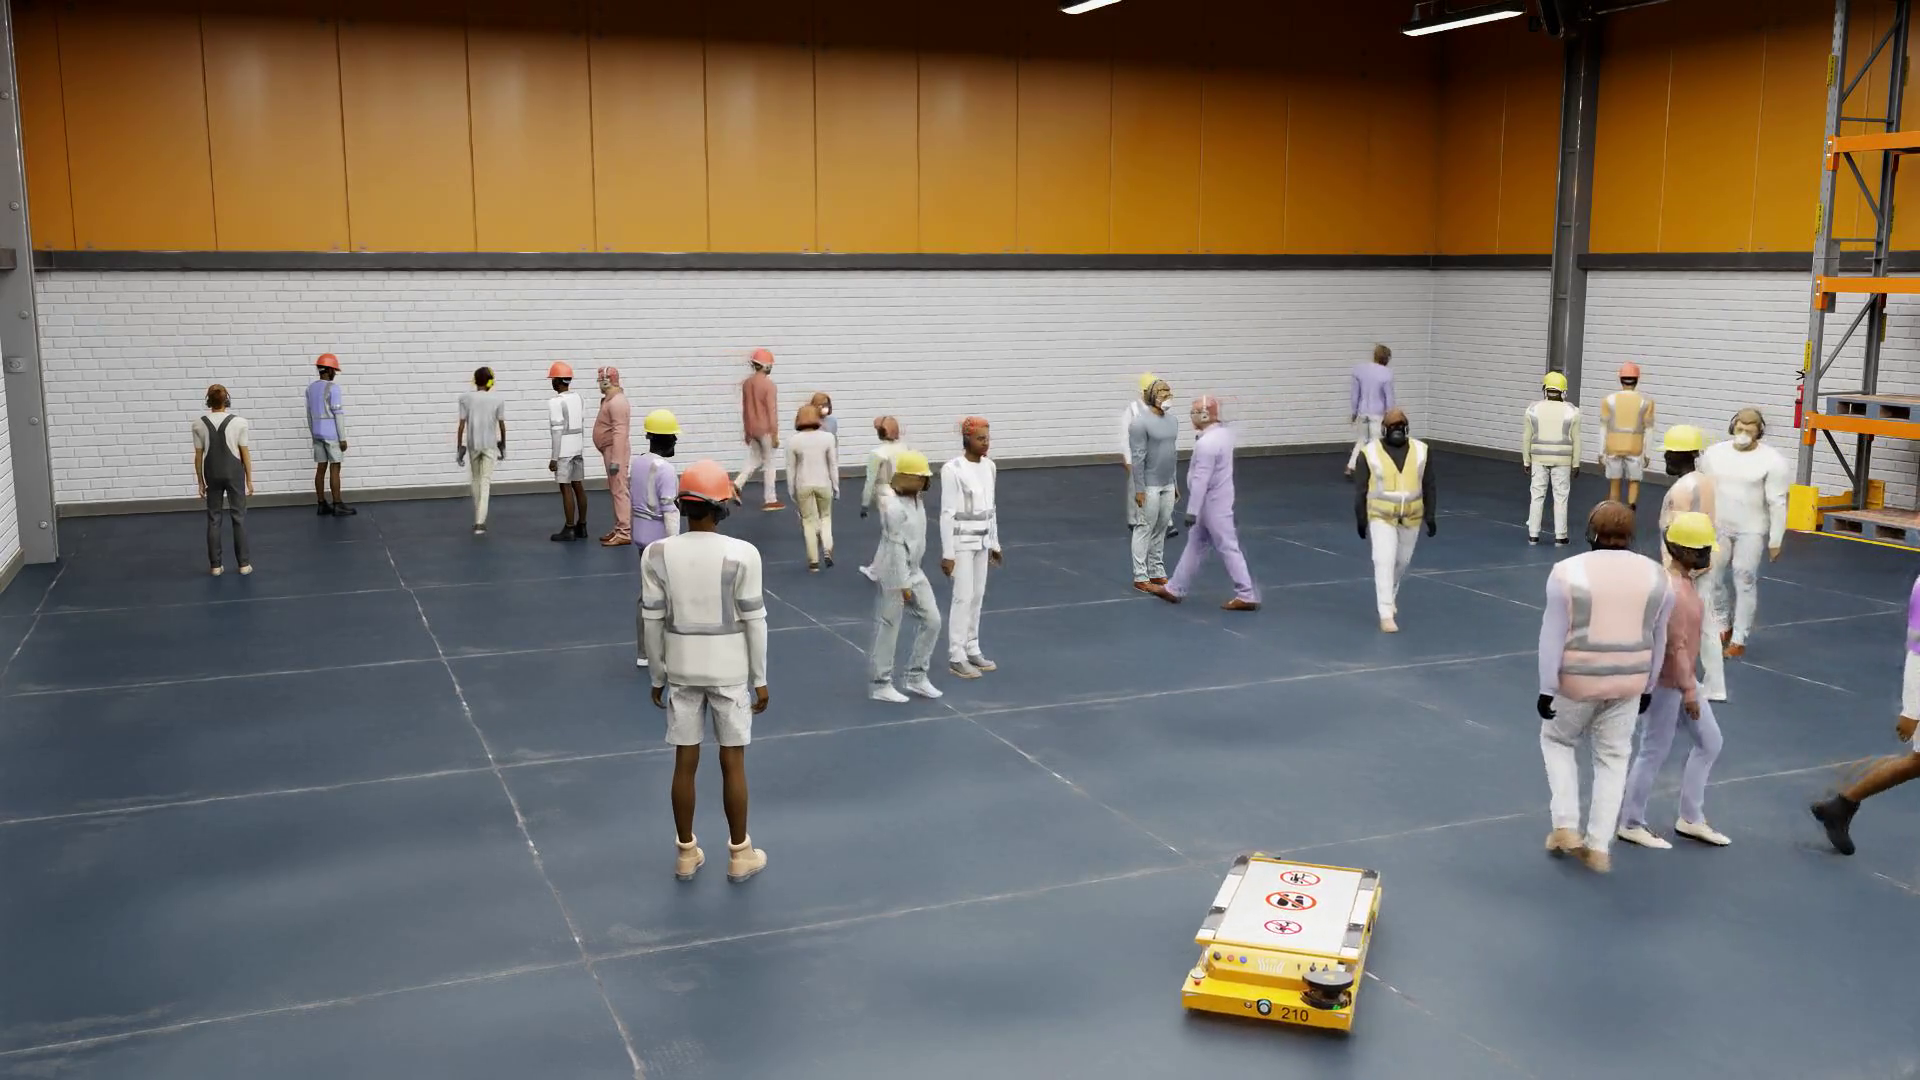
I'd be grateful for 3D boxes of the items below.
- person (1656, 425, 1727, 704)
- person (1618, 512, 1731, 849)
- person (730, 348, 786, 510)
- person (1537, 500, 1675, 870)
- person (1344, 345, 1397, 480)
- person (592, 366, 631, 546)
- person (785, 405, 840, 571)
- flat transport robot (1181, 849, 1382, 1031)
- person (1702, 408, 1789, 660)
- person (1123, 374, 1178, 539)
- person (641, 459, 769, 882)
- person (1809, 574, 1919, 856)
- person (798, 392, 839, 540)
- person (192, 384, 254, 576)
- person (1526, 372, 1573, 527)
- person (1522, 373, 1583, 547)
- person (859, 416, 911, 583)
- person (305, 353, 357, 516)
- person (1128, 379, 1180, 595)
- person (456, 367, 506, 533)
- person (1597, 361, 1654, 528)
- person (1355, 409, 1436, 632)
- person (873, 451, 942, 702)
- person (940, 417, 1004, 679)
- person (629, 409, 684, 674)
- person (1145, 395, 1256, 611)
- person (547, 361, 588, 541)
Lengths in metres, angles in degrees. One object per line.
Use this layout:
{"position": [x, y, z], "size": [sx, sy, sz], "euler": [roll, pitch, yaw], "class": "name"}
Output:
{"position": [4.854, 0.152, 11.403], "size": [0.598, 1.881, 0.969], "euler": [-9, 13, -44], "class": "person"}
{"position": [3.675, 0.725, 8.364], "size": [0.658, 1.739, 0.541], "euler": [6, 11, 34], "class": "person"}
{"position": [-2.450, -1.320, 20.054], "size": [0.637, 1.978, 0.620], "euler": [-8, 12, -41], "class": "person"}
{"position": [3.134, 0.707, 8.210], "size": [0.637, 1.822, 0.518], "euler": [0, 9, 0], "class": "person"}
{"position": [5.580, -1.677, 22.455], "size": [0.436, 1.903, 0.727], "euler": [-6, 11, -32], "class": "person"}
{"position": [-3.689, -0.888, 17.649], "size": [0.403, 1.904, 0.637], "euler": [-2, 10, -13], "class": "person"}
{"position": [-1.436, -0.504, 16.151], "size": [0.523, 1.613, 0.371], "euler": [-2, 10, -13], "class": "person"}
{"position": [1.411, 1.664, 7.111], "size": [0.652, 0.197, 1.431], "euler": [3, 10, 19], "class": "flat transport robot"}
{"position": [5.844, -0.038, 12.466], "size": [0.439, 1.913, 0.654], "euler": [-8, 12, -39], "class": "person"}
{"position": [2.060, -0.905, 18.101], "size": [0.616, 1.779, 0.927], "euler": [-3, 10, -16], "class": "person"}
{"position": [-1.211, 0.632, 8.002], "size": [0.605, 2.045, 0.378], "euler": [1, 9, 9], "class": "person"}
{"position": [4.663, 0.709, 8.008], "size": [0.946, 1.892, 0.577], "euler": [7, 12, 38], "class": "person"}
{"position": [-1.579, -0.811, 18.039], "size": [0.539, 1.611, 0.524], "euler": [9, 13, 43], "class": "person"}
{"position": [-7.046, -0.570, 15.931], "size": [0.501, 1.839, 0.341], "euler": [-2, 10, -11], "class": "person"}
{"position": [6.669, -1.018, 18.845], "size": [0.525, 1.769, 0.315], "euler": [1, 9, 9], "class": "person"}
{"position": [6.257, -0.843, 17.578], "size": [0.600, 1.831, 0.404], "euler": [5, 11, 27], "class": "person"}
{"position": [-0.703, -0.331, 15.170], "size": [0.858, 1.591, 0.537], "euler": [7, 12, 37], "class": "person"}
{"position": [-7.474, -1.245, 19.722], "size": [0.545, 1.930, 0.385], "euler": [5, 11, 30], "class": "person"}
{"position": [1.780, -0.486, 15.097], "size": [0.372, 1.940, 0.630], "euler": [8, 12, 41], "class": "person"}
{"position": [-5.350, -1.024, 18.684], "size": [0.523, 1.823, 0.896], "euler": [-1, 9, -3], "class": "person"}
{"position": [7.307, -1.004, 18.288], "size": [0.553, 1.919, 0.524], "euler": [3, 10, 20], "class": "person"}
{"position": [3.581, -0.197, 13.771], "size": [0.629, 1.808, 0.919], "euler": [0, 9, -3], "class": "person"}
{"position": [-0.340, 0.260, 11.231], "size": [0.584, 1.724, 0.498], "euler": [5, 11, 28], "class": "person"}
{"position": [0.123, 0.053, 12.036], "size": [0.465, 1.876, 0.607], "euler": [7, 12, 36], "class": "person"}
{"position": [-2.182, 0.008, 12.138], "size": [0.383, 1.924, 0.594], "euler": [-7, 12, -36], "class": "person"}
{"position": [2.113, -0.316, 14.320], "size": [0.994, 1.851, 0.648], "euler": [2, 10, 14], "class": "person"}
{"position": [-4.252, -0.950, 17.907], "size": [0.375, 1.939, 0.546], "euler": [4, 10, 22], "class": "person"}
